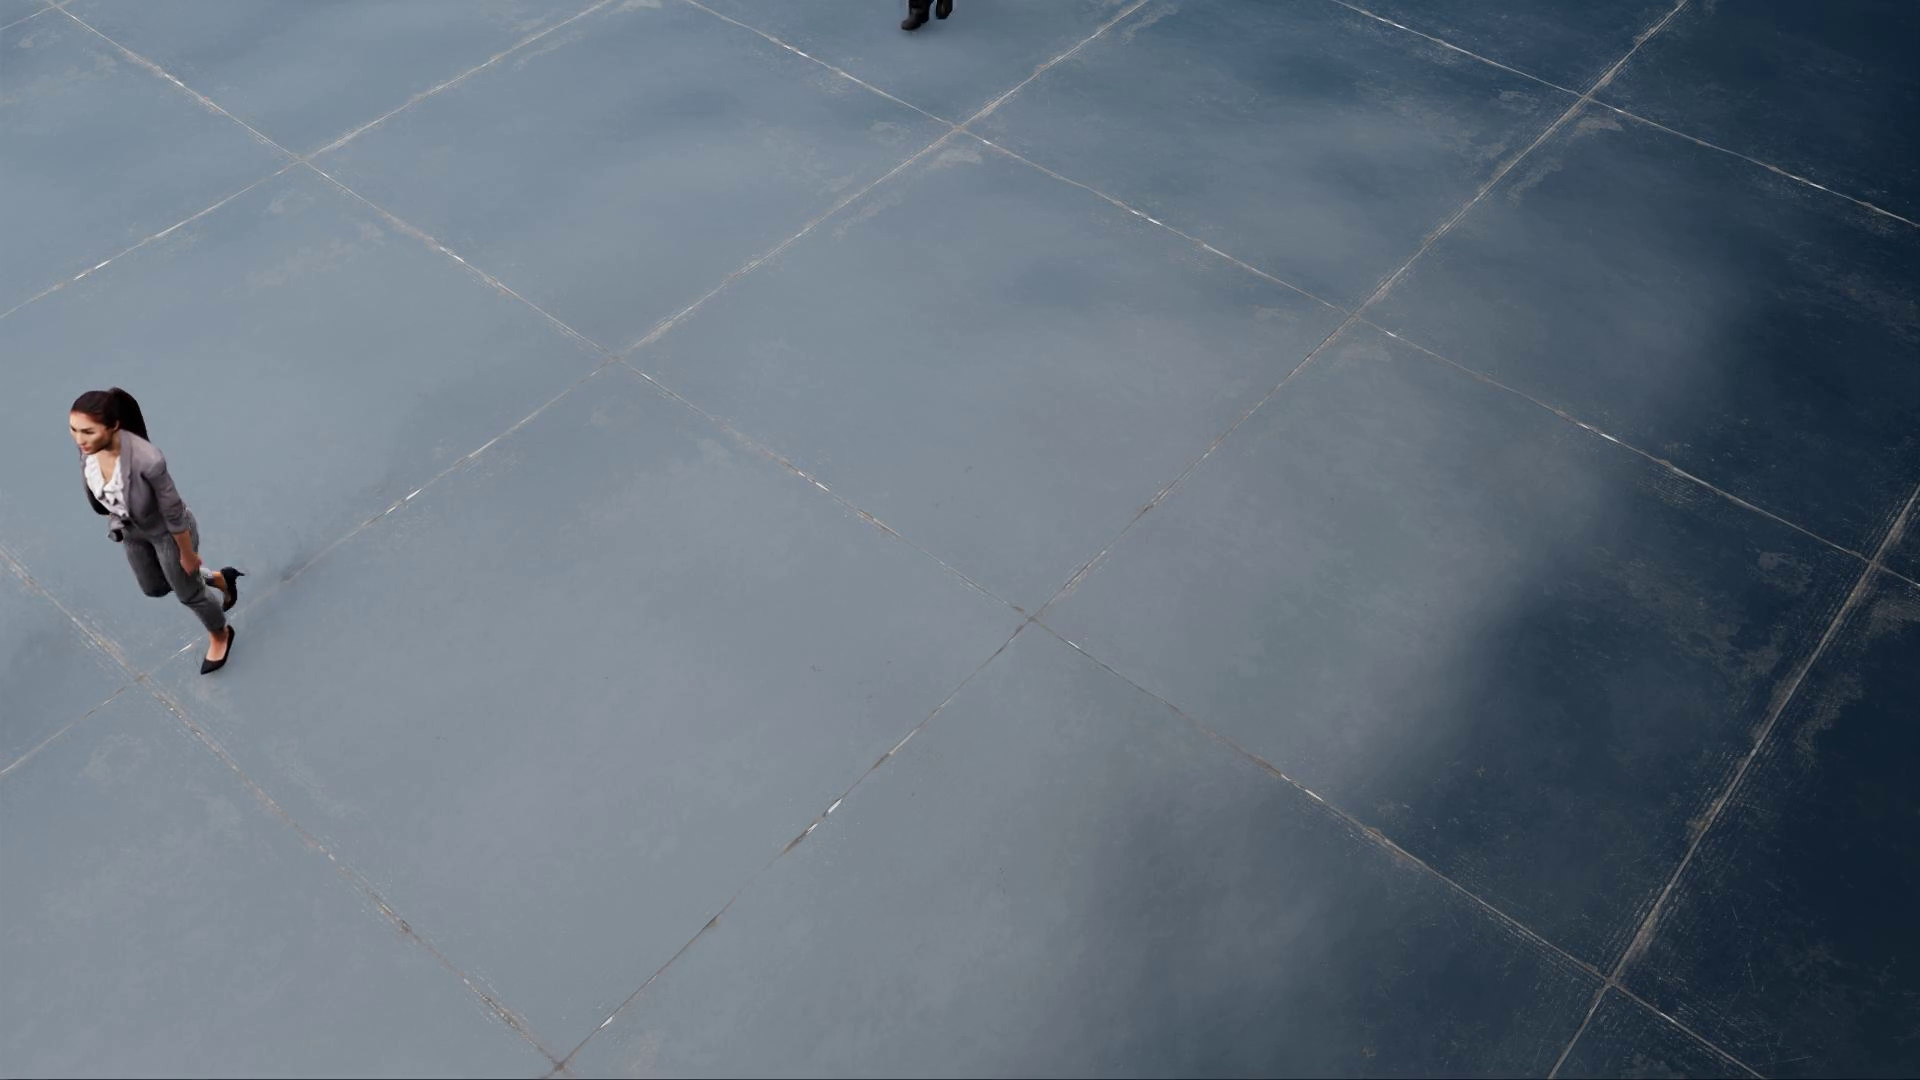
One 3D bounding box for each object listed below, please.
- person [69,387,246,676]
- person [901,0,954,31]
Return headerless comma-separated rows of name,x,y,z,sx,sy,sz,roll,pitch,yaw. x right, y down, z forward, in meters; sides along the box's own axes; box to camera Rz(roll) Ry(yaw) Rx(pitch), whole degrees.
person,-3.501,-0.085,7.392,0.722,1.663,0.796,19,50,17
person,-0.236,-4.376,11.186,0.854,1.919,0.826,20,50,18
